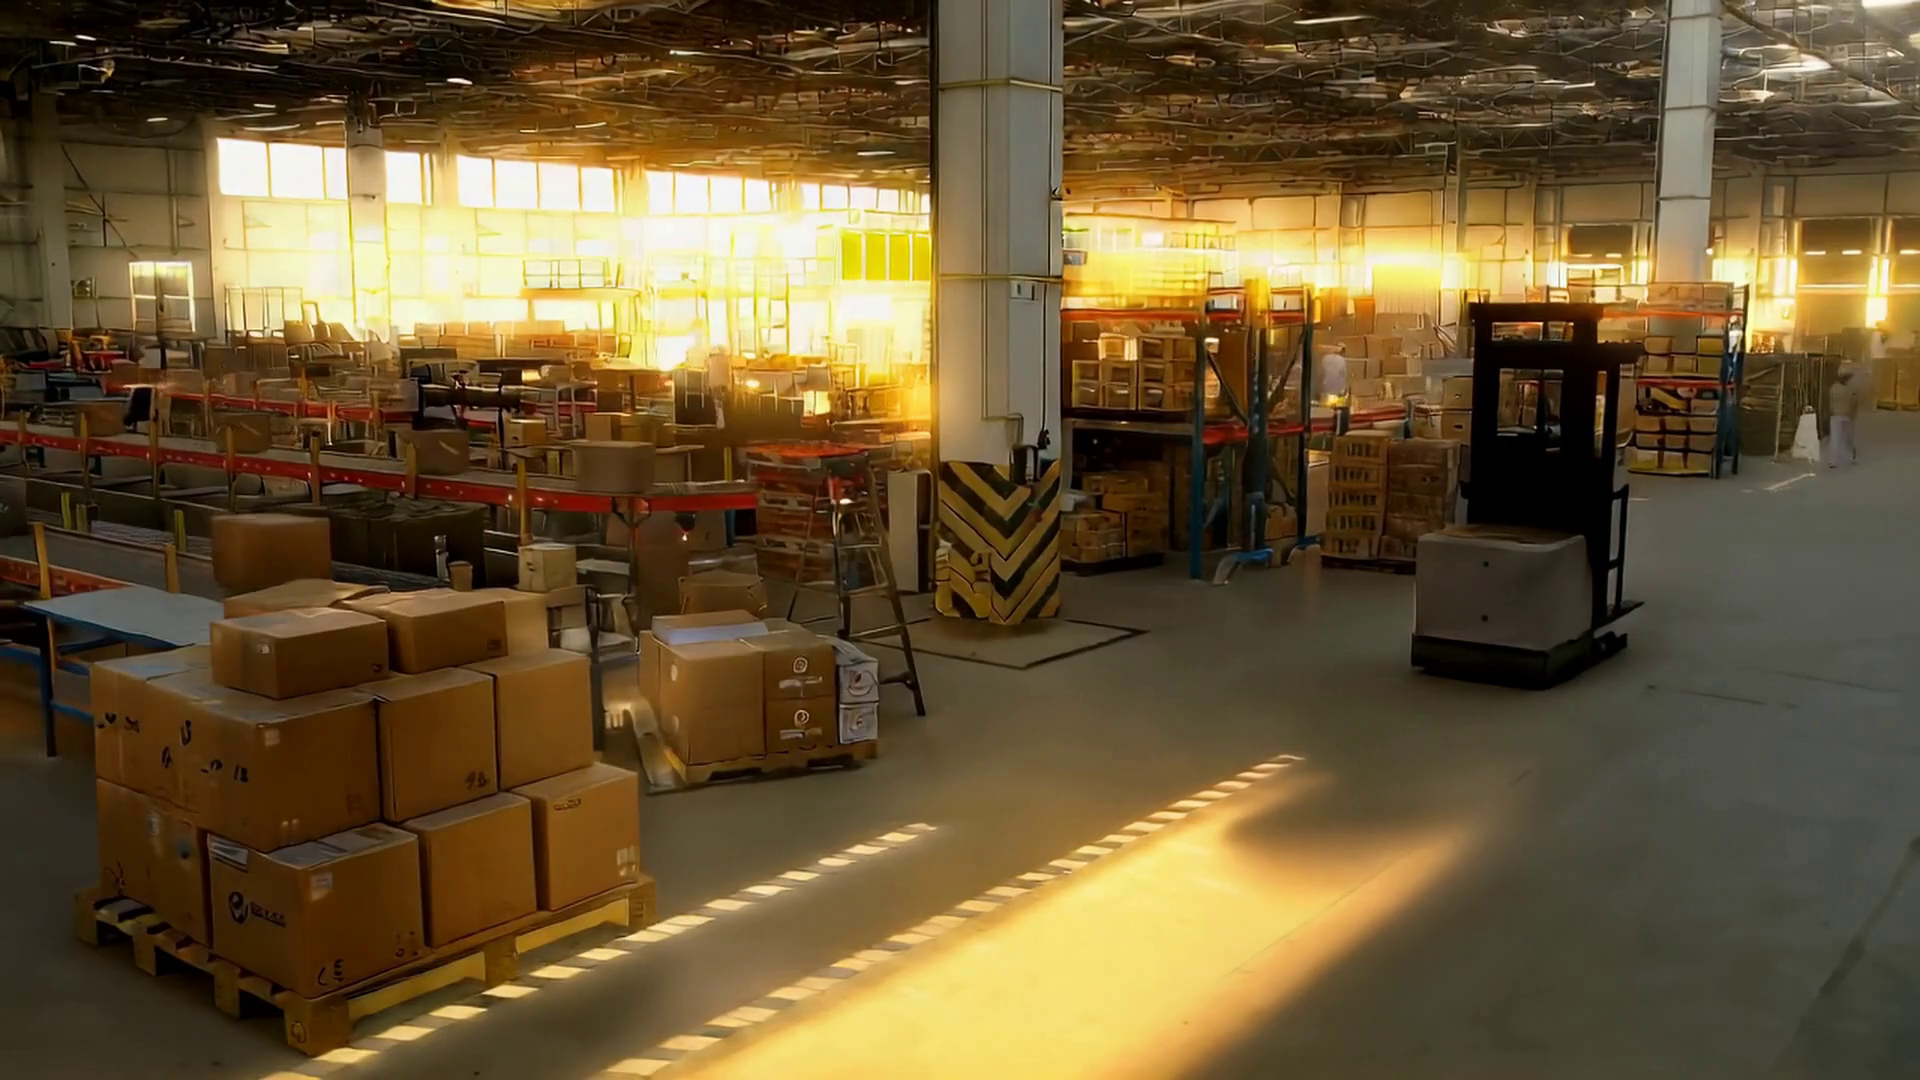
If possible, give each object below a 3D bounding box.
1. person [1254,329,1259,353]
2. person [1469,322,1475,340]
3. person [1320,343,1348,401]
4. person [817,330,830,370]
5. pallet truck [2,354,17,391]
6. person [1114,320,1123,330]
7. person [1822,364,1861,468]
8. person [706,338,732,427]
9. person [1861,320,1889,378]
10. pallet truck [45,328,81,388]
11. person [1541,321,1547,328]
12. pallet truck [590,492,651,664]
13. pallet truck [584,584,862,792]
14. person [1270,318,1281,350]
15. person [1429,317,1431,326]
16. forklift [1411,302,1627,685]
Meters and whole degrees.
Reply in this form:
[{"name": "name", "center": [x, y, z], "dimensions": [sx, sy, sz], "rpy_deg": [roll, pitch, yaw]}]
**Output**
[{"name": "person", "center": [10.625, -6.914, 60.037], "dimensions": [0.983, 1.835, 0.593], "rpy_deg": [-3, 9, -17]}, {"name": "person", "center": [24.871, -9.944, 80.263], "dimensions": [0.995, 1.888, 0.607], "rpy_deg": [-5, 10, -33]}, {"name": "person", "center": [7.865, -3.181, 34.766], "dimensions": [0.642, 1.862, 0.933], "rpy_deg": [7, 11, 38]}, {"name": "person", "center": [-4.356, -5.829, 53.062], "dimensions": [0.426, 1.733, 0.497], "rpy_deg": [6, 10, 34]}, {"name": "pallet truck", "center": [-24.881, -4.417, 42.634], "dimensions": [1.885, 1.965, 0.823], "rpy_deg": [8, 11, 41]}, {"name": "person", "center": [5.750, -7.049, 60.616], "dimensions": [0.374, 1.927, 0.542], "rpy_deg": [-2, 9, -11]}, {"name": "person", "center": [14.749, -2.072, 27.704], "dimensions": [0.823, 1.731, 0.521], "rpy_deg": [-6, 10, -36]}, {"name": "person", "center": [-5.215, -3.400, 36.027], "dimensions": [0.577, 1.921, 0.518], "rpy_deg": [-4, 9, -26]}, {"name": "person", "center": [31.441, -6.587, 57.122], "dimensions": [1.038, 2.000, 0.701], "rpy_deg": [-1, 9, -9]}, {"name": "pallet truck", "center": [-23.775, -4.544, 43.495], "dimensions": [1.885, 1.965, 0.823], "rpy_deg": [6, 10, 35]}, {"name": "person", "center": [27.312, -9.623, 77.792], "dimensions": [0.641, 1.974, 0.448], "rpy_deg": [-6, 10, -36]}, {"name": "pallet truck", "center": [-3.115, 0.344, 12.883], "dimensions": [0.653, 1.274, 1.630], "rpy_deg": [7, 11, 37]}, {"name": "pallet truck", "center": [-1.426, 0.805, 10.019], "dimensions": [1.601, 1.201, 0.680], "rpy_deg": [-4, 9, -26]}, {"name": "person", "center": [12.419, -7.765, 65.473], "dimensions": [0.398, 1.920, 0.590], "rpy_deg": [-4, 9, -24]}, {"name": "person", "center": [22.647, -9.996, 80.836], "dimensions": [0.961, 1.817, 0.551], "rpy_deg": [2, 9, 11]}, {"name": "forklift", "center": [4.379, -0.438, 12.852], "dimensions": [1.129, 2.768, 1.873], "rpy_deg": [7, 11, 37]}]
